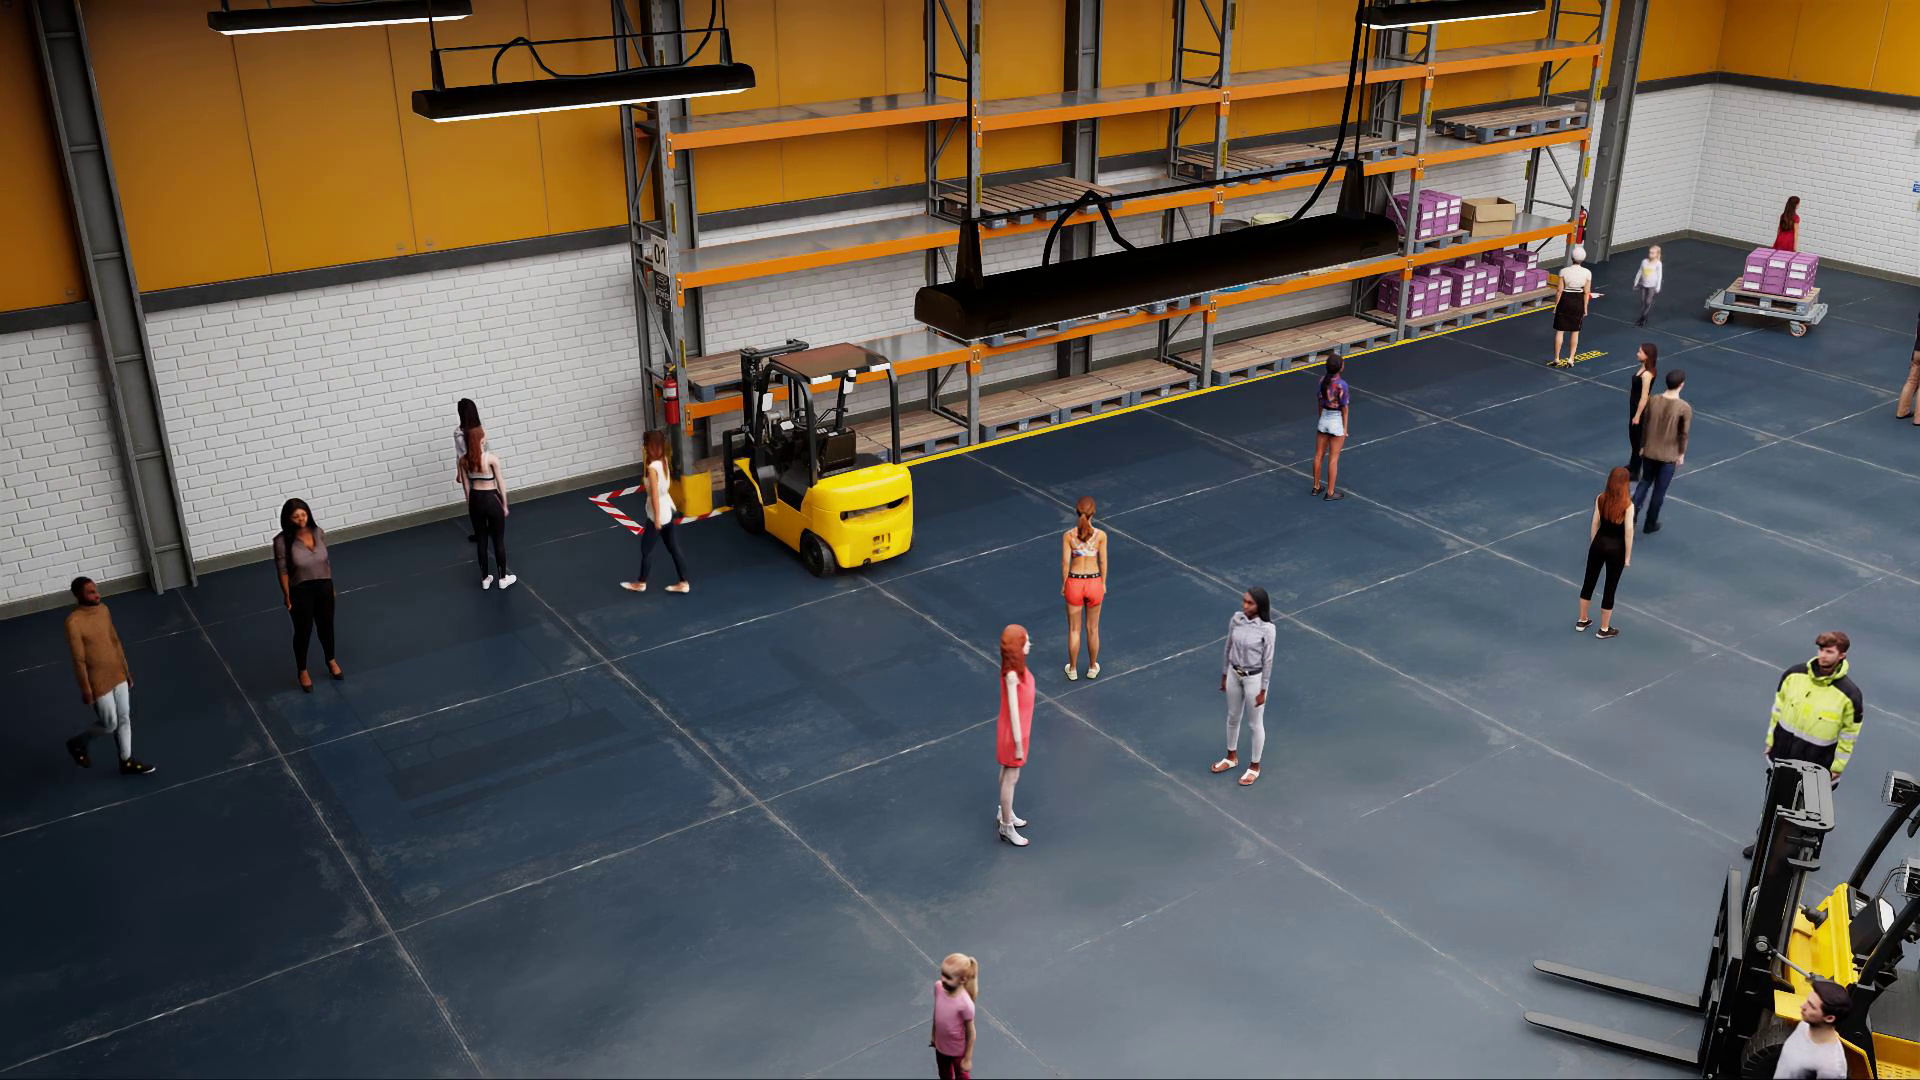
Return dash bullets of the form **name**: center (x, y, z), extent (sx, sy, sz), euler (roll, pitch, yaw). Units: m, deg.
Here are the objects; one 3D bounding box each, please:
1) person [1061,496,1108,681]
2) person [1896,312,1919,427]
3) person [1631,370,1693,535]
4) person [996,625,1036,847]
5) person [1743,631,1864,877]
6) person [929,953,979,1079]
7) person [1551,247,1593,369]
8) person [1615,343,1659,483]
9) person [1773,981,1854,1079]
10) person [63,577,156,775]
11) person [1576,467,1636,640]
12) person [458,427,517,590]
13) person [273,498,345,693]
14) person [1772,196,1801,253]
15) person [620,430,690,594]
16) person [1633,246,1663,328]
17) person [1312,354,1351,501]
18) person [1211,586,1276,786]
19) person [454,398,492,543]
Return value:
- **person**: center (1.132, 0.442, 15.204), extent (0.660, 1.791, 0.736), euler (0, 24, 0)
- **person**: center (12.639, -2.433, 21.719), extent (0.726, 1.842, 0.761), euler (-6, 24, -13)
- **person**: center (7.659, -0.944, 18.265), extent (0.705, 1.880, 0.678), euler (-19, 30, -37)
- **person**: center (0.404, 1.479, 12.788), extent (0.693, 1.828, 0.667), euler (0, 24, 1)
- **person**: center (6.330, 1.560, 12.408), extent (0.664, 1.982, 0.786), euler (-19, 30, -37)
- **person**: center (-0.038, 3.012, 9.975), extent (0.547, 1.271, 0.516), euler (-21, 31, -40)
- **person**: center (8.769, -3.333, 23.884), extent (0.697, 1.756, 0.732), euler (7, 24, 15)
- **person**: center (8.112, -1.532, 19.849), extent (0.736, 1.687, 0.650), euler (8, 25, 18)
- **person**: center (4.487, 3.147, 8.927), extent (0.787, 1.864, 0.735), euler (3, 24, 8)
- **person**: center (-7.098, 1.128, 13.621), extent (1.013, 1.803, 0.950), euler (4, 24, 10)
- **person**: center (6.245, 0.106, 16.054), extent (0.519, 1.726, 0.573), euler (-18, 30, -36)
- **person**: center (-4.861, -0.329, 17.034), extent (0.653, 1.740, 0.726), euler (3, 24, 6)
- **person**: center (-5.903, 0.473, 15.072), extent (0.761, 1.841, 0.609), euler (19, 30, 37)
- **person**: center (13.897, -5.017, 27.991), extent (0.631, 1.553, 0.572), euler (-12, 26, -25)
- **person**: center (-2.938, -0.251, 16.826), extent (1.015, 1.763, 0.953), euler (4, 24, 8)
- **person**: center (10.787, -3.977, 25.979), extent (0.824, 1.259, 0.552), euler (-19, 30, -36)
- **person**: center (4.304, -1.323, 19.302), extent (0.517, 1.743, 0.592), euler (-17, 29, -34)
- **person**: center (2.355, 1.165, 13.634), extent (0.572, 1.725, 0.628), euler (-22, 32, -40)
- **person**: center (-5.294, -0.776, 18.189), extent (0.737, 1.633, 0.610), euler (12, 26, 25)
